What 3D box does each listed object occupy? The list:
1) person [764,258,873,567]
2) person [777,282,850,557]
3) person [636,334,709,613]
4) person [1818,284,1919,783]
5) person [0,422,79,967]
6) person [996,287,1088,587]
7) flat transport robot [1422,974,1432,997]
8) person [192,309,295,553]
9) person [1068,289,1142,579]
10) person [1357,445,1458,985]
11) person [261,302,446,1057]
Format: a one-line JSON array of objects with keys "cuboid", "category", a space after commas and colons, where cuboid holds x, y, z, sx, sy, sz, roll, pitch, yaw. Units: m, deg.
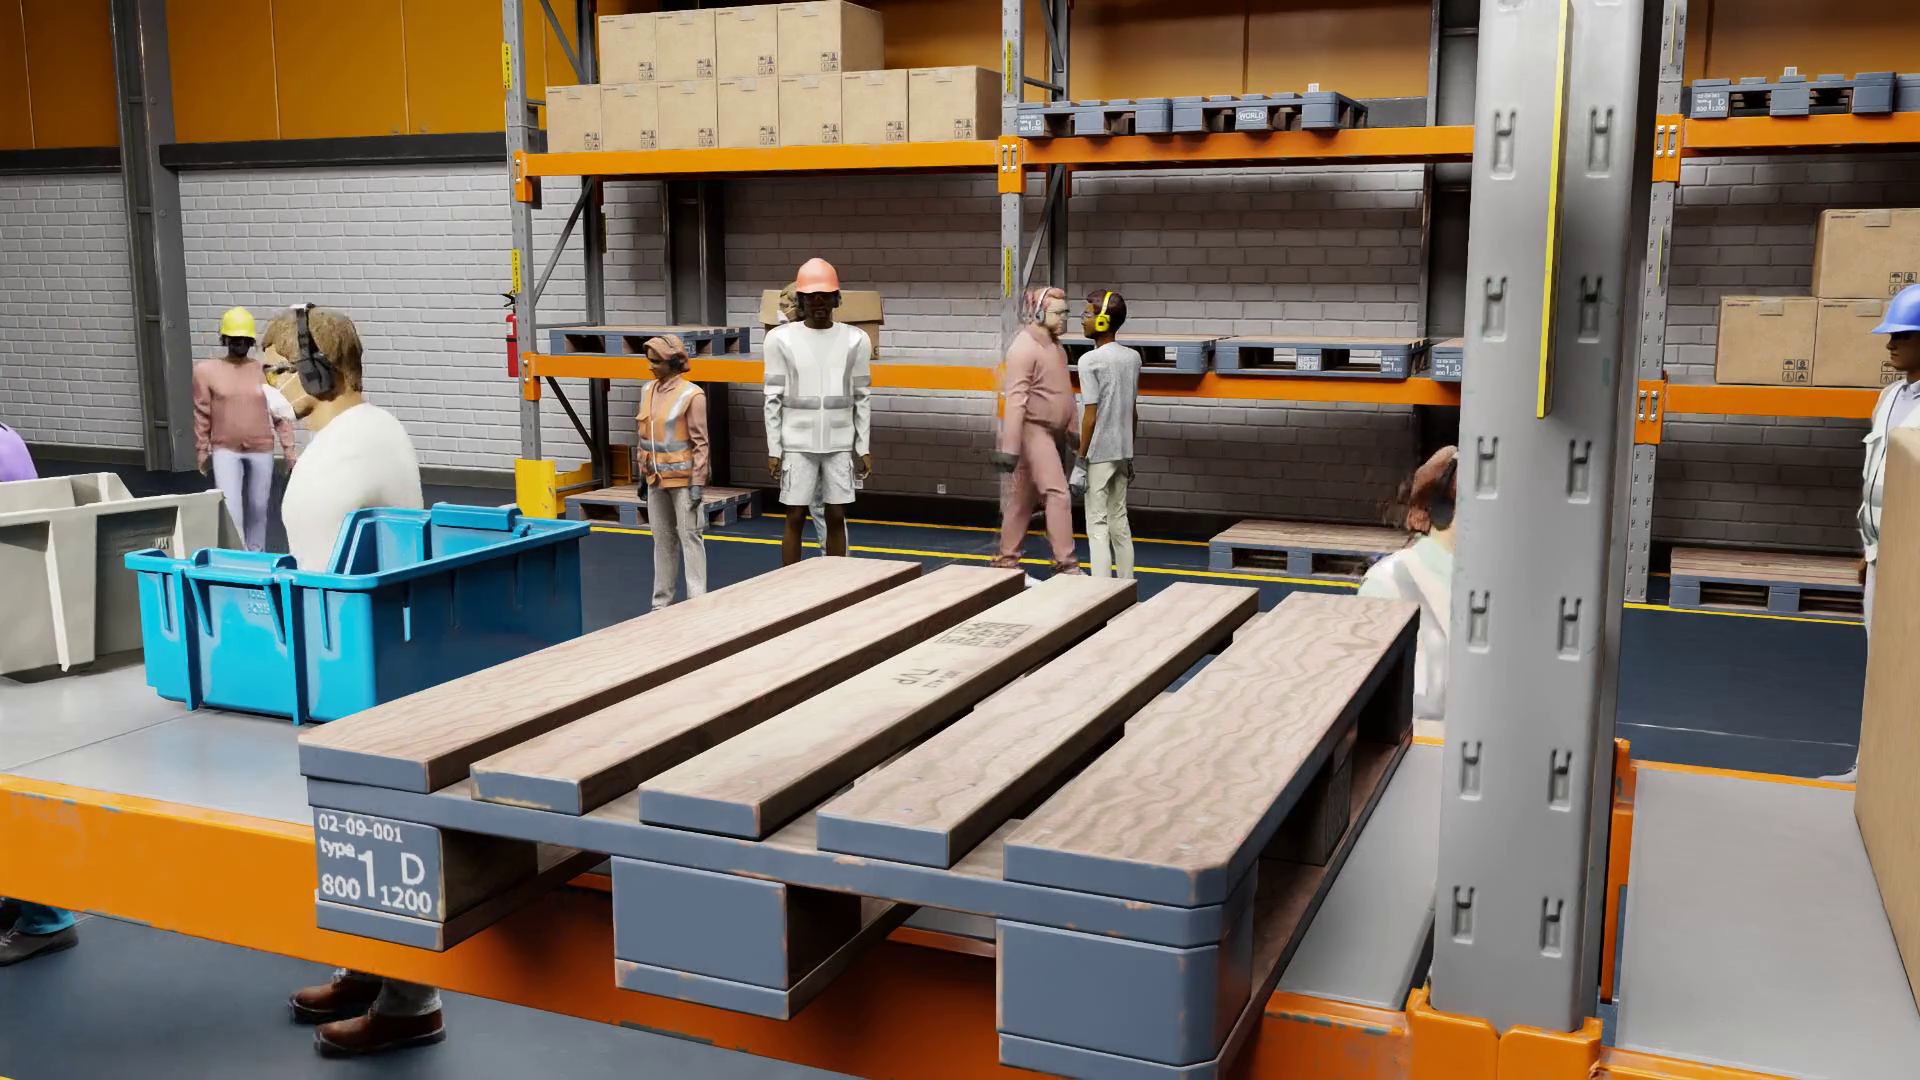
[{"cuboid": [-0.780, -0.535, 9.265, 0.608, 2.045, 0.392, -2, 10, -13], "category": "person"}, {"cuboid": [-0.874, -0.580, 9.927, 0.405, 1.925, 0.638, -2, 10, -10], "category": "person"}, {"cuboid": [-1.576, -0.307, 9.113, 0.512, 1.639, 0.312, 8, 12, 39], "category": "person"}, {"cuboid": [3.438, 0.057, 6.007, 0.406, 1.947, 0.606, 0, 9, 0], "category": "person"}, {"cuboid": [-2.780, 0.308, 4.822, 0.390, 1.842, 0.564, -6, 11, -30], "category": "person"}, {"cuboid": [0.592, -0.607, 10.220, 0.860, 1.864, 0.632, 3, 10, 16], "category": "person"}, {"cuboid": [0.674, 1.157, 4.433, 1.431, 0.197, 0.652, 2, 10, 11], "category": "flat transport robot"}, {"cuboid": [-4.346, -0.531, 10.141, 0.549, 1.731, 0.737, -6, 11, -31], "category": "person"}, {"cuboid": [0.789, -0.439, 9.196, 0.325, 1.876, 0.524, 8, 12, 40], "category": "person"}, {"cuboid": [1.175, 0.563, 4.041, 0.530, 1.579, 0.884, -7, 12, -36], "category": "person"}, {"cuboid": [-1.511, 0.365, 4.211, 0.374, 1.930, 0.655, -2, 10, -10], "category": "person"}]
